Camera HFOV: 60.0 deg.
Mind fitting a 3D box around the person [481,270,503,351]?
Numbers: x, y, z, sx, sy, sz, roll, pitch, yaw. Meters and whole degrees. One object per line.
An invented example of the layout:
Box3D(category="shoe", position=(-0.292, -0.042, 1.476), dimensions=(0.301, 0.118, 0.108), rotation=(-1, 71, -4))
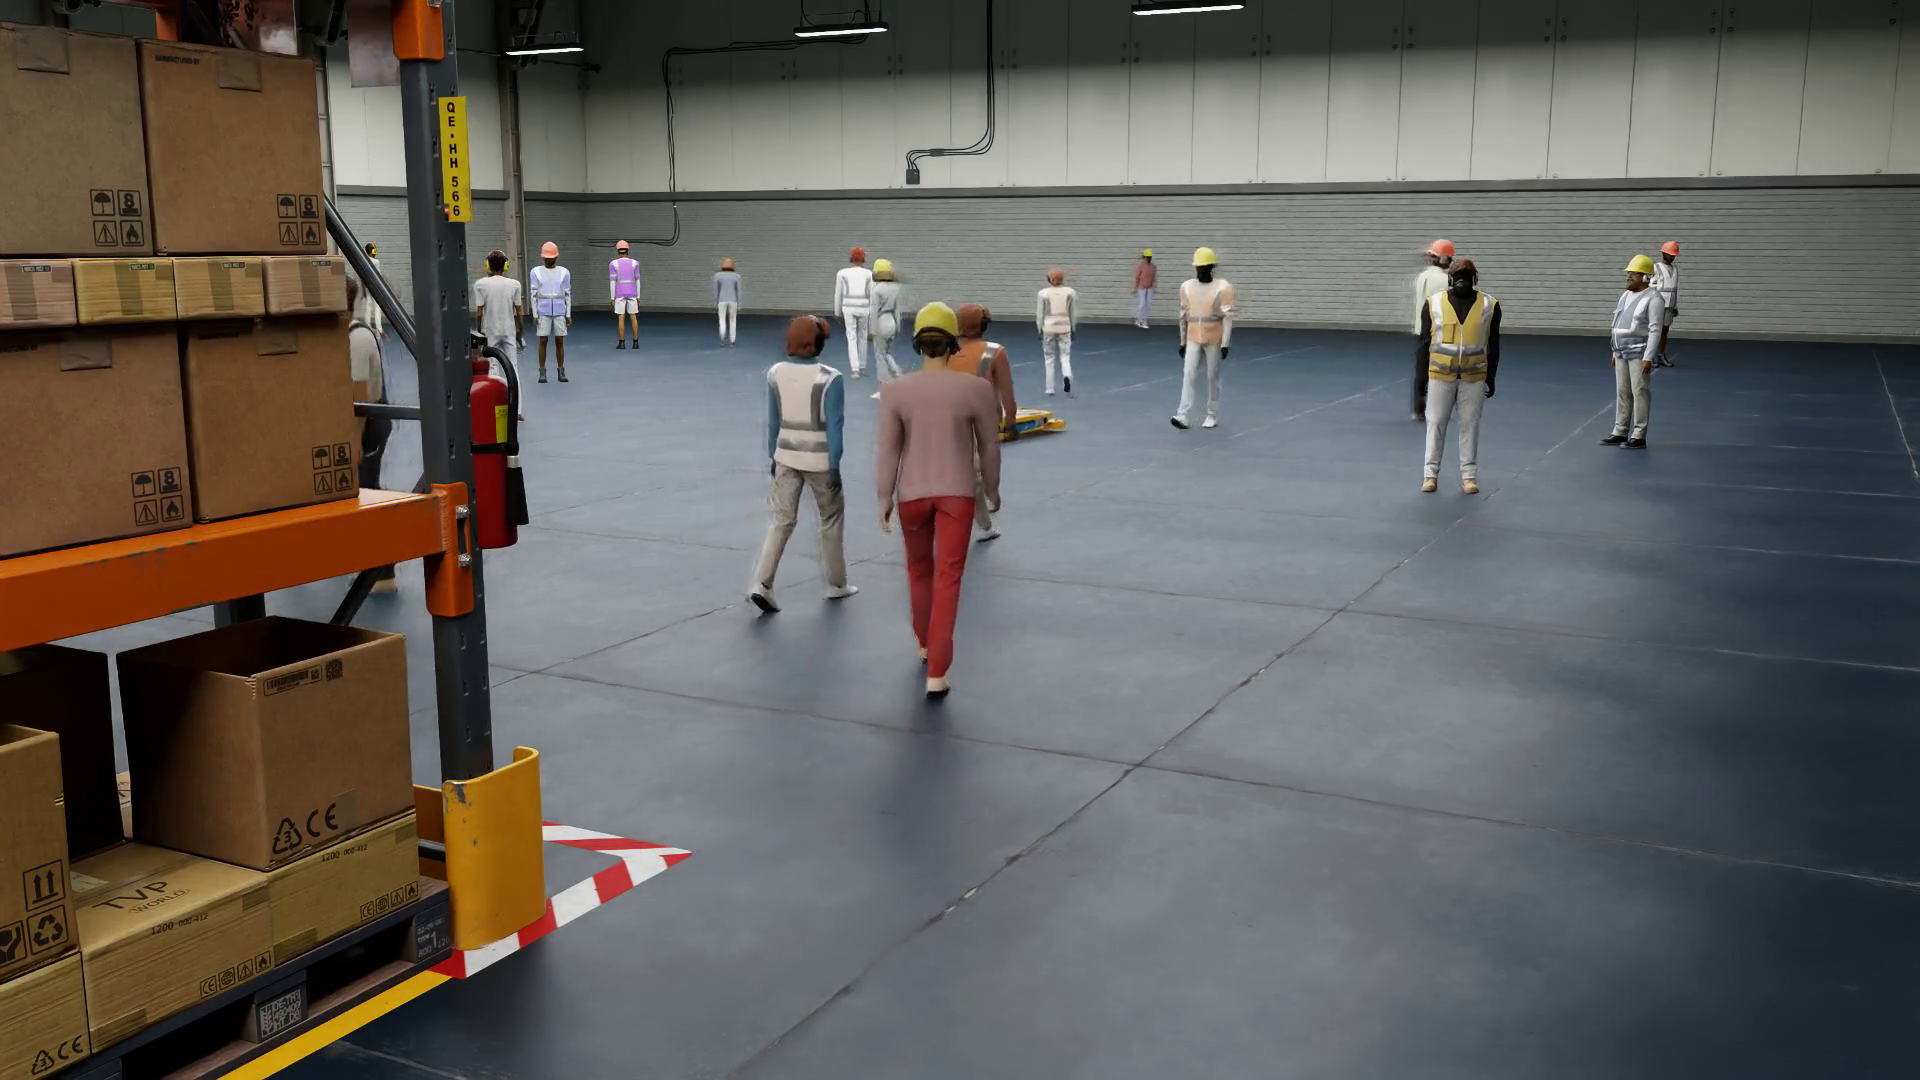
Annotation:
Box3D(category="person", position=(-7.579, -3.712, 26.963), dimensions=(0.499, 1.612, 0.728), rotation=(3, 11, 14))

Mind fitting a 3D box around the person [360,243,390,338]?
Box3D(category="person", position=(-11.632, -4.944, 32.974), dimensions=(0.510, 1.871, 0.329), rotation=(4, 11, 21))

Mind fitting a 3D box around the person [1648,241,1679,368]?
Box3D(category="person", position=(10.804, -3.606, 25.514), dimensions=(0.542, 1.930, 0.367), rotation=(-4, 11, -22))

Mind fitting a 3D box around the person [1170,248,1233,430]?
Box3D(category="person", position=(2.502, -2.071, 17.250), dimensions=(0.617, 1.880, 0.945), rotation=(6, 12, 28))

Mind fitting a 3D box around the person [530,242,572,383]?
Box3D(category="person", position=(-5.622, -3.128, 22.914), dimensions=(0.543, 1.927, 0.383), rotation=(-4, 11, -20))

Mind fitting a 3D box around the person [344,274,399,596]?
Box3D(category="person", position=(-3.381, -0.576, 9.285), dimensions=(0.422, 1.829, 0.508), rotation=(-8, 13, -38))

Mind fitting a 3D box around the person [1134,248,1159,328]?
Box3D(category="person", position=(4.042, -5.463, 36.151), dimensions=(0.528, 1.747, 0.434), rotation=(-6, 12, -29))

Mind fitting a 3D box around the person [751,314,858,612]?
Box3D(category="person", position=(-0.860, -0.418, 9.008), dimensions=(0.522, 1.604, 0.816), rotation=(6, 12, 29))

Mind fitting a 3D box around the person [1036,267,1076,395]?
Box3D(category="person", position=(1.228, -2.631, 21.023), dimensions=(0.531, 1.620, 0.462), rotation=(-1, 10, -8))

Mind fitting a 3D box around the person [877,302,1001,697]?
Box3D(category="person", position=(-0.091, -0.200, 7.510), dimensions=(0.536, 1.722, 0.891), rotation=(2, 11, 10))

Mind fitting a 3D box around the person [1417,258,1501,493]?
Box3D(category="person", position=(3.921, -1.288, 13.110), dimensions=(0.625, 1.844, 0.429), rotation=(2, 11, 12))

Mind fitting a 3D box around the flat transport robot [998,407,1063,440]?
Box3D(category="flat transport robot", position=(0.400, -1.177, 16.791), dimensions=(0.652, 0.197, 1.431), rotation=(7, 12, 34))

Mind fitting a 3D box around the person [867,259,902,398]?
Box3D(category="person", position=(-0.962, -2.617, 20.667), dimensions=(0.370, 1.734, 0.489), rotation=(6, 12, 31))

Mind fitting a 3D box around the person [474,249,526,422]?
Box3D(category="person", position=(-4.967, -2.193, 17.981), dimensions=(0.532, 1.866, 0.321), rotation=(-4, 11, -19))

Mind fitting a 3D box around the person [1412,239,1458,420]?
Box3D(category="person", position=(5.219, -2.288, 18.205), dimensions=(0.532, 1.975, 0.615), rotation=(-4, 11, -19))

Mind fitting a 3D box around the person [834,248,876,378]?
Box3D(category="person", position=(-1.495, -3.252, 23.841), dimensions=(0.598, 1.833, 0.982), rotation=(-1, 10, -7))

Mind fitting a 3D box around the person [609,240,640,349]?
Box3D(category="person", position=(-5.963, -4.355, 29.602), dimensions=(0.543, 1.928, 0.374), rotation=(-4, 11, -23))

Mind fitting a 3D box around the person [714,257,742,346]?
Box3D(category="person", position=(-4.231, -4.342, 30.369), dimensions=(0.520, 1.618, 0.434), rotation=(-1, 10, -6))

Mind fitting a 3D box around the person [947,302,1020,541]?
Box3D(category="person", position=(0.067, -0.728, 10.719), dimensions=(0.511, 1.596, 0.848), rotation=(7, 13, 34))

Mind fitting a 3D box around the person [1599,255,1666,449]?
Box3D(category="person", position=(6.401, -1.783, 15.825), dimensions=(0.404, 1.837, 0.590), rotation=(-3, 11, -14))
